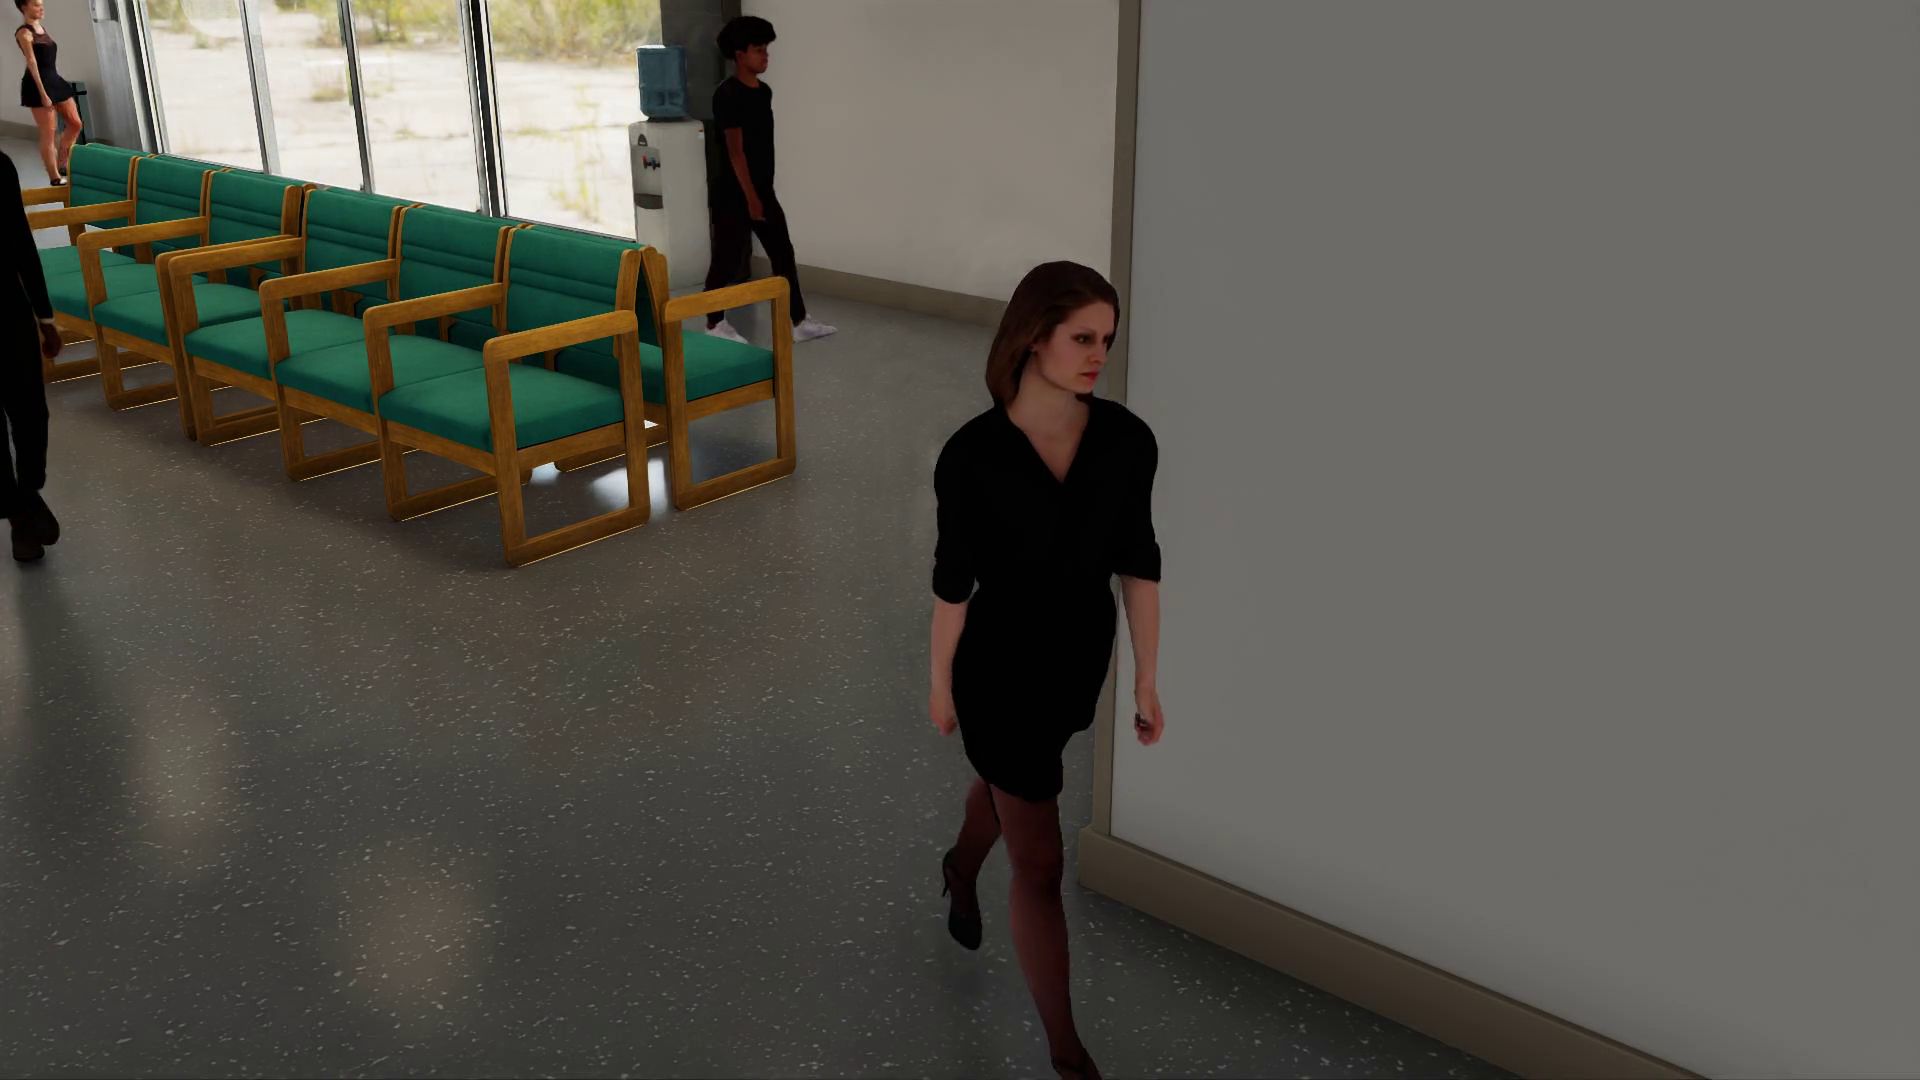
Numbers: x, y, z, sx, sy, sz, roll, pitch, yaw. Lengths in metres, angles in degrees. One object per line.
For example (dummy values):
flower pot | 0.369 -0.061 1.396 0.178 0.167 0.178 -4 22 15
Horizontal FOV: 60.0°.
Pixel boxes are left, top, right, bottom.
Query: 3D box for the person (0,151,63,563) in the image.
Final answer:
person | -3.595 -0.812 6.054 0.674 1.796 0.814 -14 25 -32

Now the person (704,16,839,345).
person | -1.229 -1.901 8.987 0.800 1.755 0.971 12 24 29

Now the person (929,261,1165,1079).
person | 0.123 0.276 3.404 1.147 1.638 1.008 -8 22 -19

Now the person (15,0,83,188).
person | -7.957 -3.877 14.322 0.802 1.671 0.736 0 21 0
